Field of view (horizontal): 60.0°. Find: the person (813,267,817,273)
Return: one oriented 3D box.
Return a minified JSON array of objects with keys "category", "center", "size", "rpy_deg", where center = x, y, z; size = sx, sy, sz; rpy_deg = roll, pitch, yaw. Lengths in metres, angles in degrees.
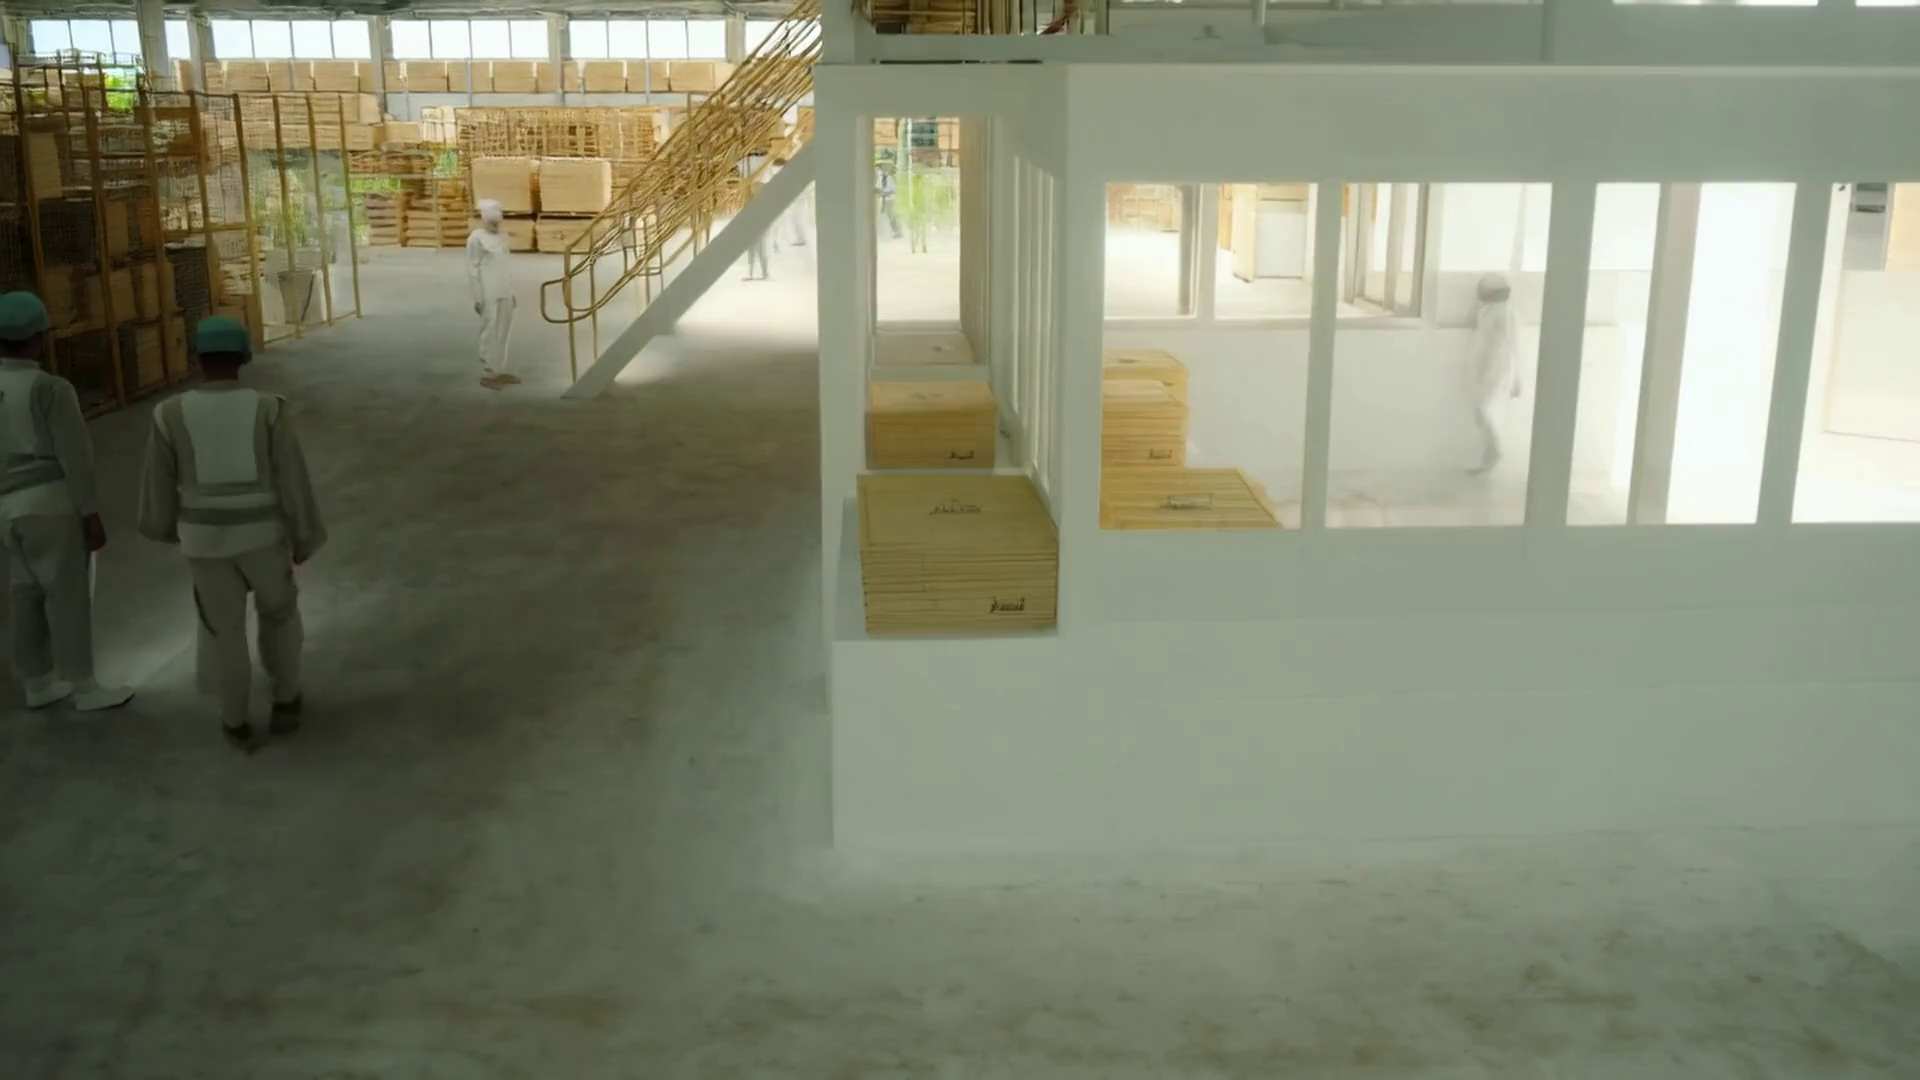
[{"category":"person","center":[-2.145,-5.804,30.233],"size":[1.047,2.000,0.722],"rpy_deg":[2,14,9]}]

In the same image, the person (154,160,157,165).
[{"category":"person","center":[-31.329,-14.218,64.647],"size":[0.540,1.655,0.874],"rpy_deg":[13,19,41]}]

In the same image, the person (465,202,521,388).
[{"category":"person","center":[-4.924,-2.584,17.574],"size":[0.355,1.936,0.633],"rpy_deg":[6,15,24]}]

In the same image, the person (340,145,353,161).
[{"category":"person","center":[-27.432,-16.755,74.451],"size":[0.601,1.818,0.404],"rpy_deg":[2,14,6]}]

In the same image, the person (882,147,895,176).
[{"category":"person","center":[-3.233,-16.935,74.810],"size":[0.612,1.997,0.376],"rpy_deg":[6,15,24]}]

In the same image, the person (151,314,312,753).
[{"category":"person","center":[-3.233,-0.038,7.432],"size":[0.643,1.922,0.632],"rpy_deg":[-5,15,-19]}]

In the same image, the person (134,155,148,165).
[{"category":"person","center":[-33.393,-15.167,67.963],"size":[0.733,1.880,1.001],"rpy_deg":[-13,19,-43]}]

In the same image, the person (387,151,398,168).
[{"category":"person","center":[-28.100,-18.739,82.309],"size":[0.999,1.860,0.639],"rpy_deg":[13,19,42]}]

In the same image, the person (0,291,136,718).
[{"category":"person","center":[-4.250,-0.148,7.720],"size":[0.611,1.995,0.375],"rpy_deg":[3,14,13]}]

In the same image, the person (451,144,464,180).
[{"category":"person","center":[-22.558,-16.822,74.682],"size":[0.563,1.837,0.389],"rpy_deg":[-6,15,-23]}]

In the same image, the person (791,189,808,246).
[{"category":"person","center":[-3.706,-7.585,37.928],"size":[0.364,1.750,0.553],"rpy_deg":[-6,15,-21]}]

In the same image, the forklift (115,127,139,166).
[{"category":"forklift","center":[-38.430,-17.941,77.041],"size":[1.129,2.768,1.873],"rpy_deg":[-11,18,-38]}]

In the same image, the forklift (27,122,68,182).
[{"category":"forklift","center":[-35.376,-14.773,64.377],"size":[1.129,2.768,1.873],"rpy_deg":[-1,14,-2]}]

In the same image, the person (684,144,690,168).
[{"category":"person","center":[-12.903,-17.946,79.207],"size":[0.403,1.823,0.588],"rpy_deg":[7,16,25]}]

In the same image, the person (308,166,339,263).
[{"category":"person","center":[-12.911,-6.560,33.539],"size":[0.930,1.896,0.569],"rpy_deg":[10,17,34]}]

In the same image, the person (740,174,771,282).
[{"category":"person","center":[-3.624,-5.472,29.181],"size":[0.584,1.900,0.606],"rpy_deg":[4,15,14]}]

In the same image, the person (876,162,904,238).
[{"category":"person","center":[-1.825,-8.249,40.426],"size":[0.980,1.829,0.600],"rpy_deg":[0,14,1]}]
